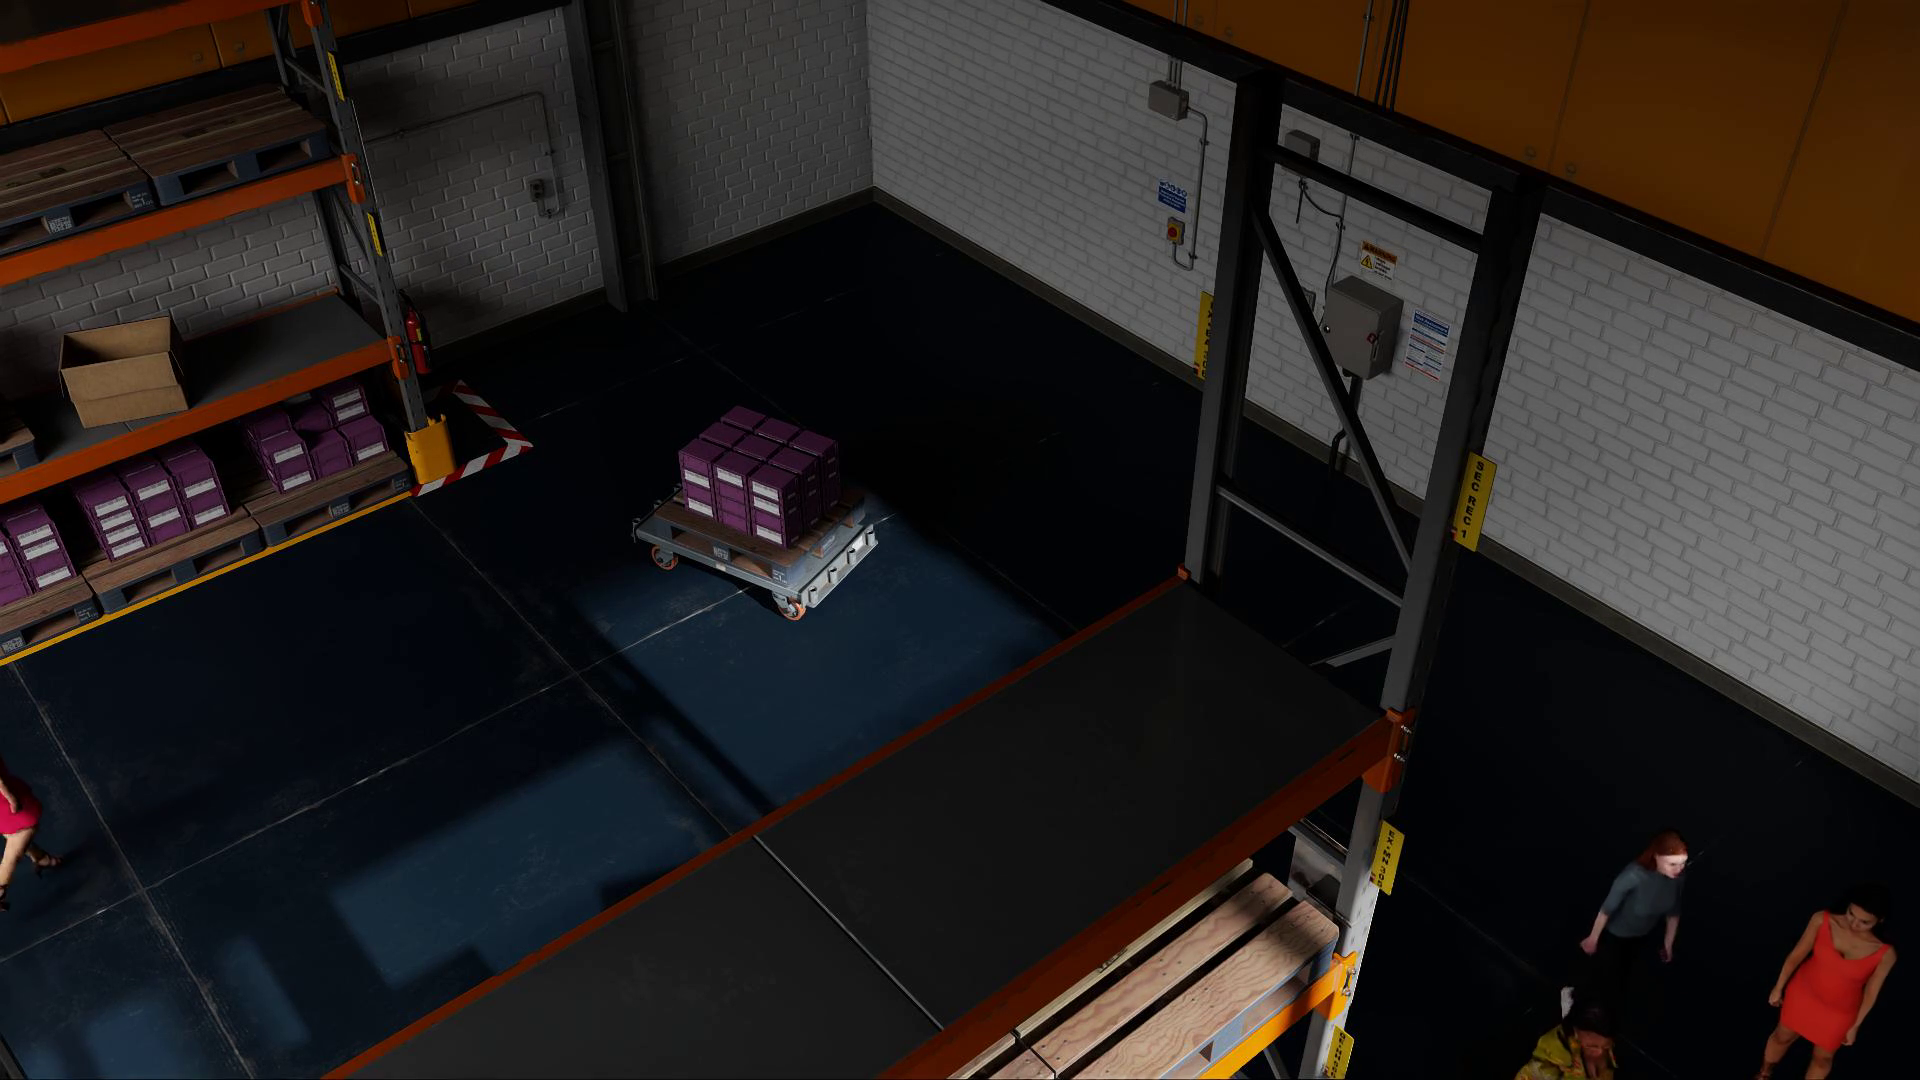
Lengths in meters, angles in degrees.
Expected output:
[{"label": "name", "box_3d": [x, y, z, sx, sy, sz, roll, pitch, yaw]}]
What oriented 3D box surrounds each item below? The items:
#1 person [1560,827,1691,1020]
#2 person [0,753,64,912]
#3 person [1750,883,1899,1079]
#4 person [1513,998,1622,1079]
[{"label": "person", "box_3d": [3.499, 2.048, 8.875, 0.648, 1.732, 0.726, -15, 41, -18]}, {"label": "person", "box_3d": [-5.665, 1.478, 9.602, 0.785, 1.714, 0.916, 16, 41, 19]}, {"label": "person", "box_3d": [4.424, 2.347, 8.512, 0.621, 1.717, 0.568, 28, 46, 30]}, {"label": "person", "box_3d": [2.848, 2.692, 8.154, 1.115, 1.624, 0.906, -22, 44, -26]}]
